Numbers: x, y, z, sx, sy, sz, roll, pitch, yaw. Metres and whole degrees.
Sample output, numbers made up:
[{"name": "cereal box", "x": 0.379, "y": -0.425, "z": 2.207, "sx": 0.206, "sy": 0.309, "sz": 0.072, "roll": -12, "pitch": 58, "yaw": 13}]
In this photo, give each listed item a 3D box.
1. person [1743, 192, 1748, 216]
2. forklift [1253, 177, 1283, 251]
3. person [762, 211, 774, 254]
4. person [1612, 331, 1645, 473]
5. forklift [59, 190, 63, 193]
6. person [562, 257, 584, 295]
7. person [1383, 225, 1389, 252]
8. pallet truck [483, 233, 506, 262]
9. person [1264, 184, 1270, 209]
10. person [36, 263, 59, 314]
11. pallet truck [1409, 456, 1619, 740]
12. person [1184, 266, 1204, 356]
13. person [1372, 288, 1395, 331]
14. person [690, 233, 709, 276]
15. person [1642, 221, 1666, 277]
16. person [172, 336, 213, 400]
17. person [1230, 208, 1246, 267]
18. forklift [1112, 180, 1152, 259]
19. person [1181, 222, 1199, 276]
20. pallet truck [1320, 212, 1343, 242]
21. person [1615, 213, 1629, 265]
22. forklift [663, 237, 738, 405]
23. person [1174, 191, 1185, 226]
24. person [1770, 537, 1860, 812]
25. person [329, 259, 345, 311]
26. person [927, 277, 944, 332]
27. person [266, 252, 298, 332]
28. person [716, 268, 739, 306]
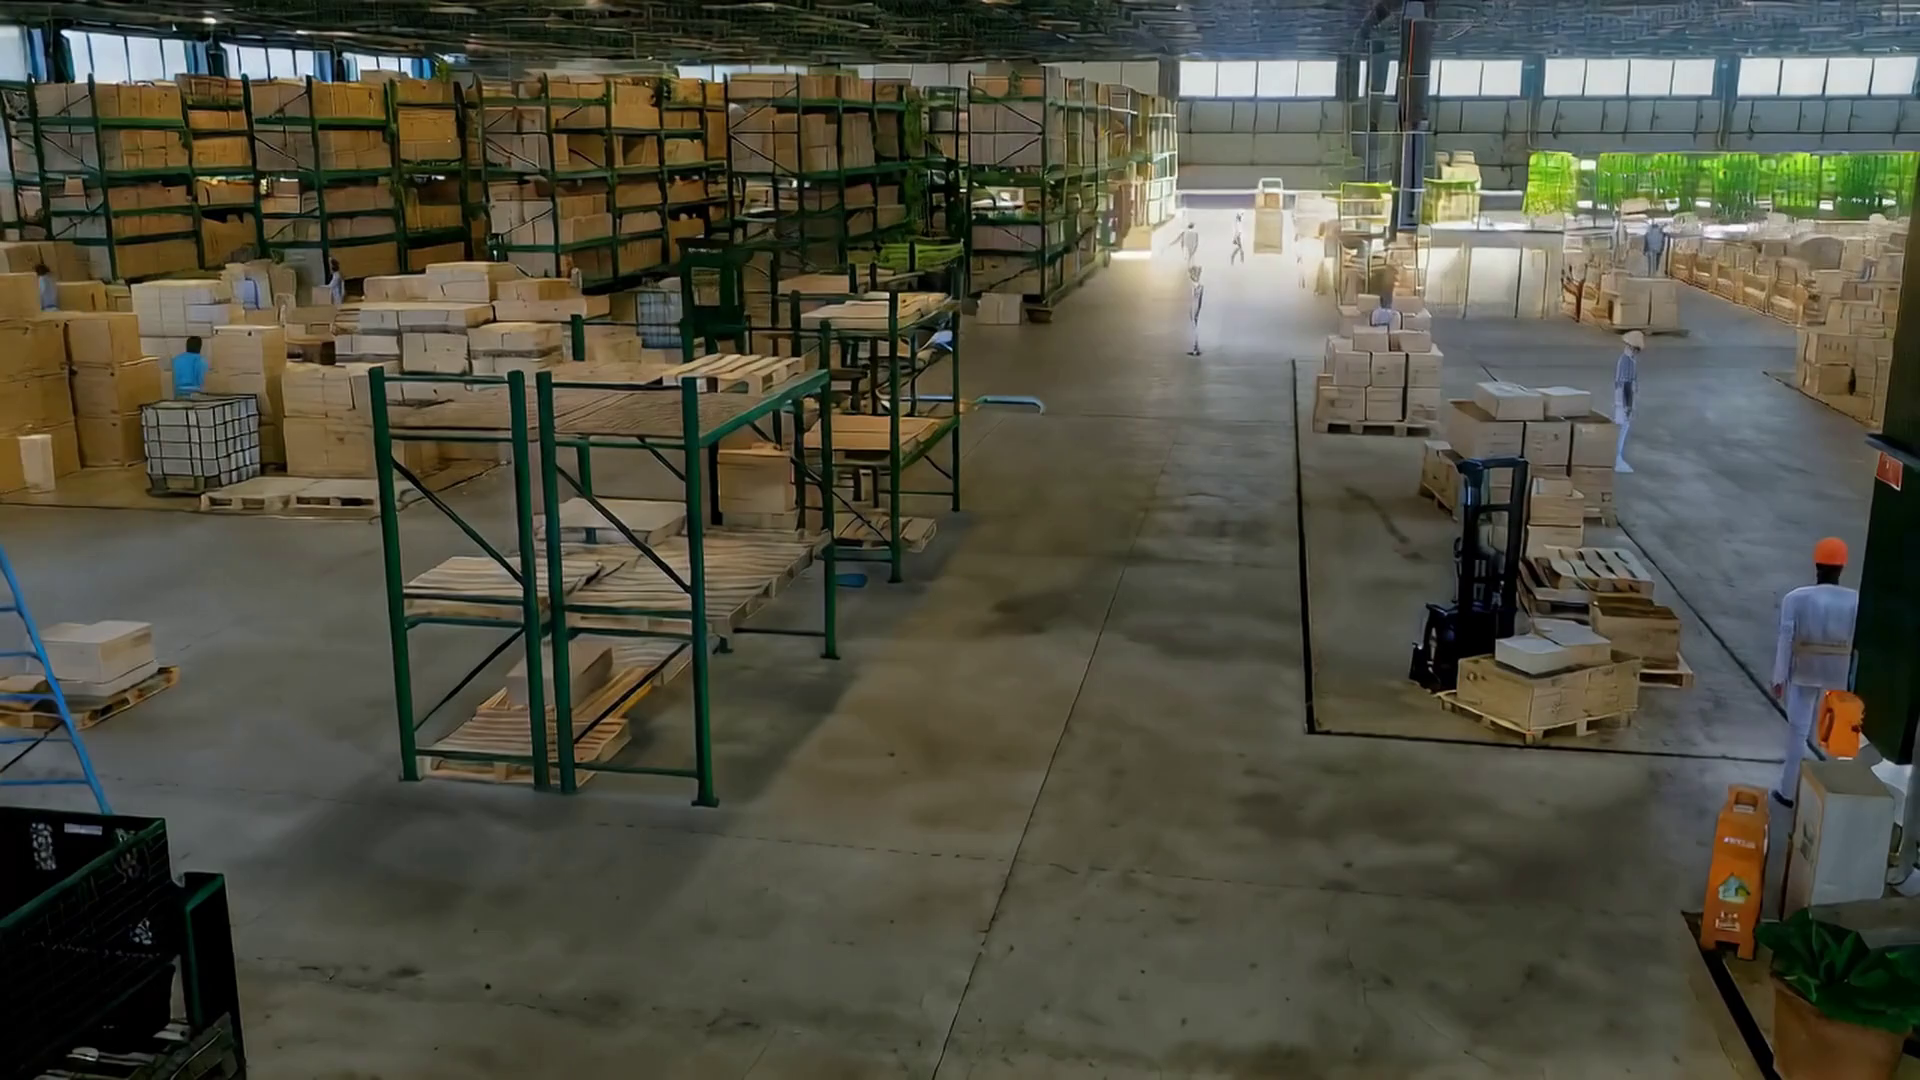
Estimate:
[{"name": "person", "x": 37.704, "y": -15.861, "z": 79.757, "sx": 0.601, "sy": 1.830, "sz": 0.404, "roll": -6, "pitch": 15, "yaw": -23}, {"name": "forklift", "x": 12.083, "y": -12.747, "z": 64.956, "sx": 1.129, "sy": 2.768, "sz": 1.873, "roll": 3, "pitch": 14, "yaw": 10}, {"name": "person", "x": -7.283, "y": -11.661, "z": 63.135, "sx": 0.493, "sy": 1.624, "sz": 0.280, "roll": -1, "pitch": 14, "yaw": -4}, {"name": "person", "x": 9.155, "y": -1.902, "z": 22.859, "sx": 0.350, "sy": 1.942, "sz": 0.545, "roll": 3, "pitch": 14, "yaw": 11}, {"name": "forklift", "x": -27.075, "y": -9.373, "z": 51.257, "sx": 1.129, "sy": 2.768, "sz": 1.873, "roll": 3, "pitch": 14, "yaw": 10}, {"name": "person", "x": -9.366, "y": -6.026, "z": 40.244, "sx": 0.527, "sy": 1.630, "sz": 0.314, "roll": 0, "pitch": 14, "yaw": -1}, {"name": "person", "x": 14.418, "y": -9.882, "z": 55.916, "sx": 0.287, "sy": 1.625, "sz": 0.497, "roll": -10, "pitch": 17, "yaw": -35}, {"name": "pallet truck", "x": -11.832, "y": -7.026, "z": 43.548, "sx": 1.885, "sy": 1.965, "sz": 0.823, "roll": 8, "pitch": 16, "yaw": 28}, {"name": "person", "x": 16.678, "y": -18.444, "z": 90.402, "sx": 0.331, "sy": 1.753, "sz": 0.561, "roll": 4, "pitch": 14, "yaw": 16}, {"name": "person", "x": -19.844, "y": -5.134, "z": 36.276, "sx": 0.920, "sy": 1.813, "sz": 0.622, "roll": -2, "pitch": 14, "yaw": -9}, {"name": "pallet truck", "x": 4.504, "y": 0.400, "z": 13.395, "sx": 0.823, "sy": 1.965, "sz": 1.885, "roll": -6, "pitch": 15, "yaw": -23}, {"name": "person", "x": 4.906, "y": -4.781, "z": 34.692, "sx": 0.329, "sy": 1.874, "sz": 0.508, "roll": -1, "pitch": 14, "yaw": -4}, {"name": "person", "x": 7.310, "y": -3.389, "z": 28.849, "sx": 0.368, "sy": 1.961, "sz": 0.613, "roll": 8, "pitch": 16, "yaw": 28}, {"name": "person", "x": -6.992, "y": -7.262, "z": 44.640, "sx": 0.543, "sy": 1.933, "sz": 0.364, "roll": 3, "pitch": 14, "yaw": 12}, {"name": "person", "x": 21.305, "y": -8.829, "z": 51.086, "sx": 0.665, "sy": 1.888, "sz": 0.433, "roll": 4, "pitch": 14, "yaw": 15}, {"name": "person", "x": -10.780, "y": -1.992, "z": 23.537, "sx": 0.646, "sy": 1.793, "sz": 0.954, "roll": 3, "pitch": 14, "yaw": 10}, {"name": "person", "x": 9.627, "y": -10.356, "z": 57.020, "sx": 0.716, "sy": 2.016, "sz": 0.658, "roll": 4, "pitch": 14, "yaw": 14}, {"name": "forklift", "x": 6.082, "y": -11.722, "z": 60.796, "sx": 1.873, "sy": 2.768, "sz": 1.129, "roll": 2, "pitch": 14, "yaw": 9}, {"name": "person", "x": 7.460, "y": -9.430, "z": 53.877, "sx": 0.538, "sy": 1.718, "sz": 0.902, "roll": -5, "pitch": 15, "yaw": -21}, {"name": "pallet truck", "x": 15.874, "y": -13.227, "z": 70.310, "sx": 0.680, "sy": 1.201, "sz": 1.601, "roll": 10, "pitch": 17, "yaw": 35}, {"name": "person", "x": 23.114, "y": -10.516, "z": 58.099, "sx": 0.403, "sy": 1.817, "sz": 0.601, "roll": 8, "pitch": 16, "yaw": 29}, {"name": "forklift", "x": -4.340, "y": -3.789, "z": 28.585, "sx": 1.129, "sy": 2.768, "sz": 1.873, "roll": 3, "pitch": 14, "yaw": 10}, {"name": "person", "x": 10.834, "y": -16.366, "z": 82.039, "sx": 0.531, "sy": 1.723, "sz": 0.897, "roll": 3, "pitch": 14, "yaw": 12}, {"name": "person", "x": 5.878, "y": 0.925, "z": 11.411, "sx": 0.590, "sy": 1.926, "sz": 0.388, "roll": 2, "pitch": 14, "yaw": 9}, {"name": "person", "x": -14.483, "y": -5.689, "z": 38.730, "sx": 0.318, "sy": 1.698, "sz": 0.539, "roll": -6, "pitch": 15, "yaw": -24}, {"name": "person", "x": -0.574, "y": -4.686, "z": 34.810, "sx": 0.567, "sy": 1.615, "sz": 0.533, "roll": -4, "pitch": 15, "yaw": -17}, {"name": "person", "x": -15.275, "y": -5.520, "z": 37.554, "sx": 0.635, "sy": 1.937, "sz": 0.352, "roll": -3, "pitch": 14, "yaw": -11}, {"name": "person", "x": -5.386, "y": -5.741, "z": 38.526, "sx": 0.455, "sy": 1.901, "sz": 0.616, "roll": 10, "pitch": 17, "yaw": 36}]
